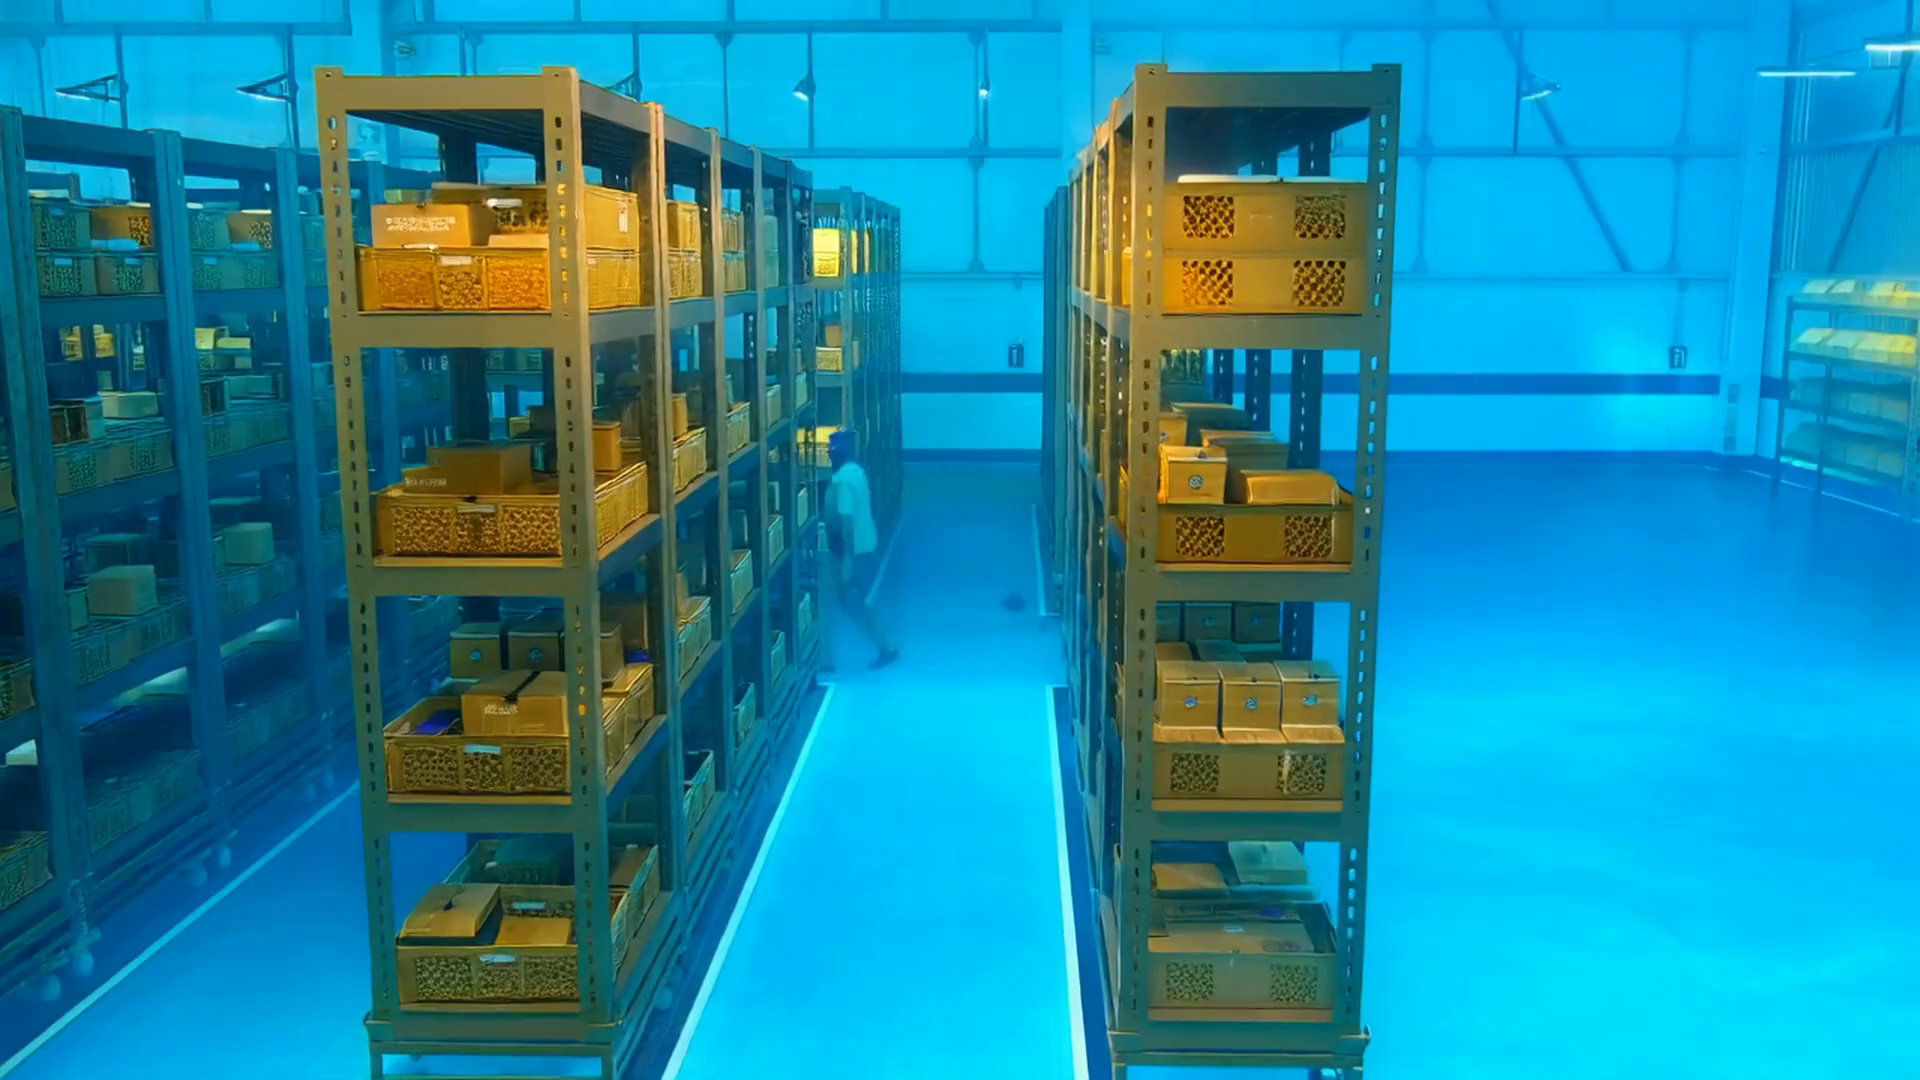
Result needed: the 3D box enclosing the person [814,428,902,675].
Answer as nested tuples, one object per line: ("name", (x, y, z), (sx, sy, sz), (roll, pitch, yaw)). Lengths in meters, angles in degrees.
("person", (-0.823, 0.089, 12.068), (0.720, 1.808, 0.569), (2, 10, 12))
